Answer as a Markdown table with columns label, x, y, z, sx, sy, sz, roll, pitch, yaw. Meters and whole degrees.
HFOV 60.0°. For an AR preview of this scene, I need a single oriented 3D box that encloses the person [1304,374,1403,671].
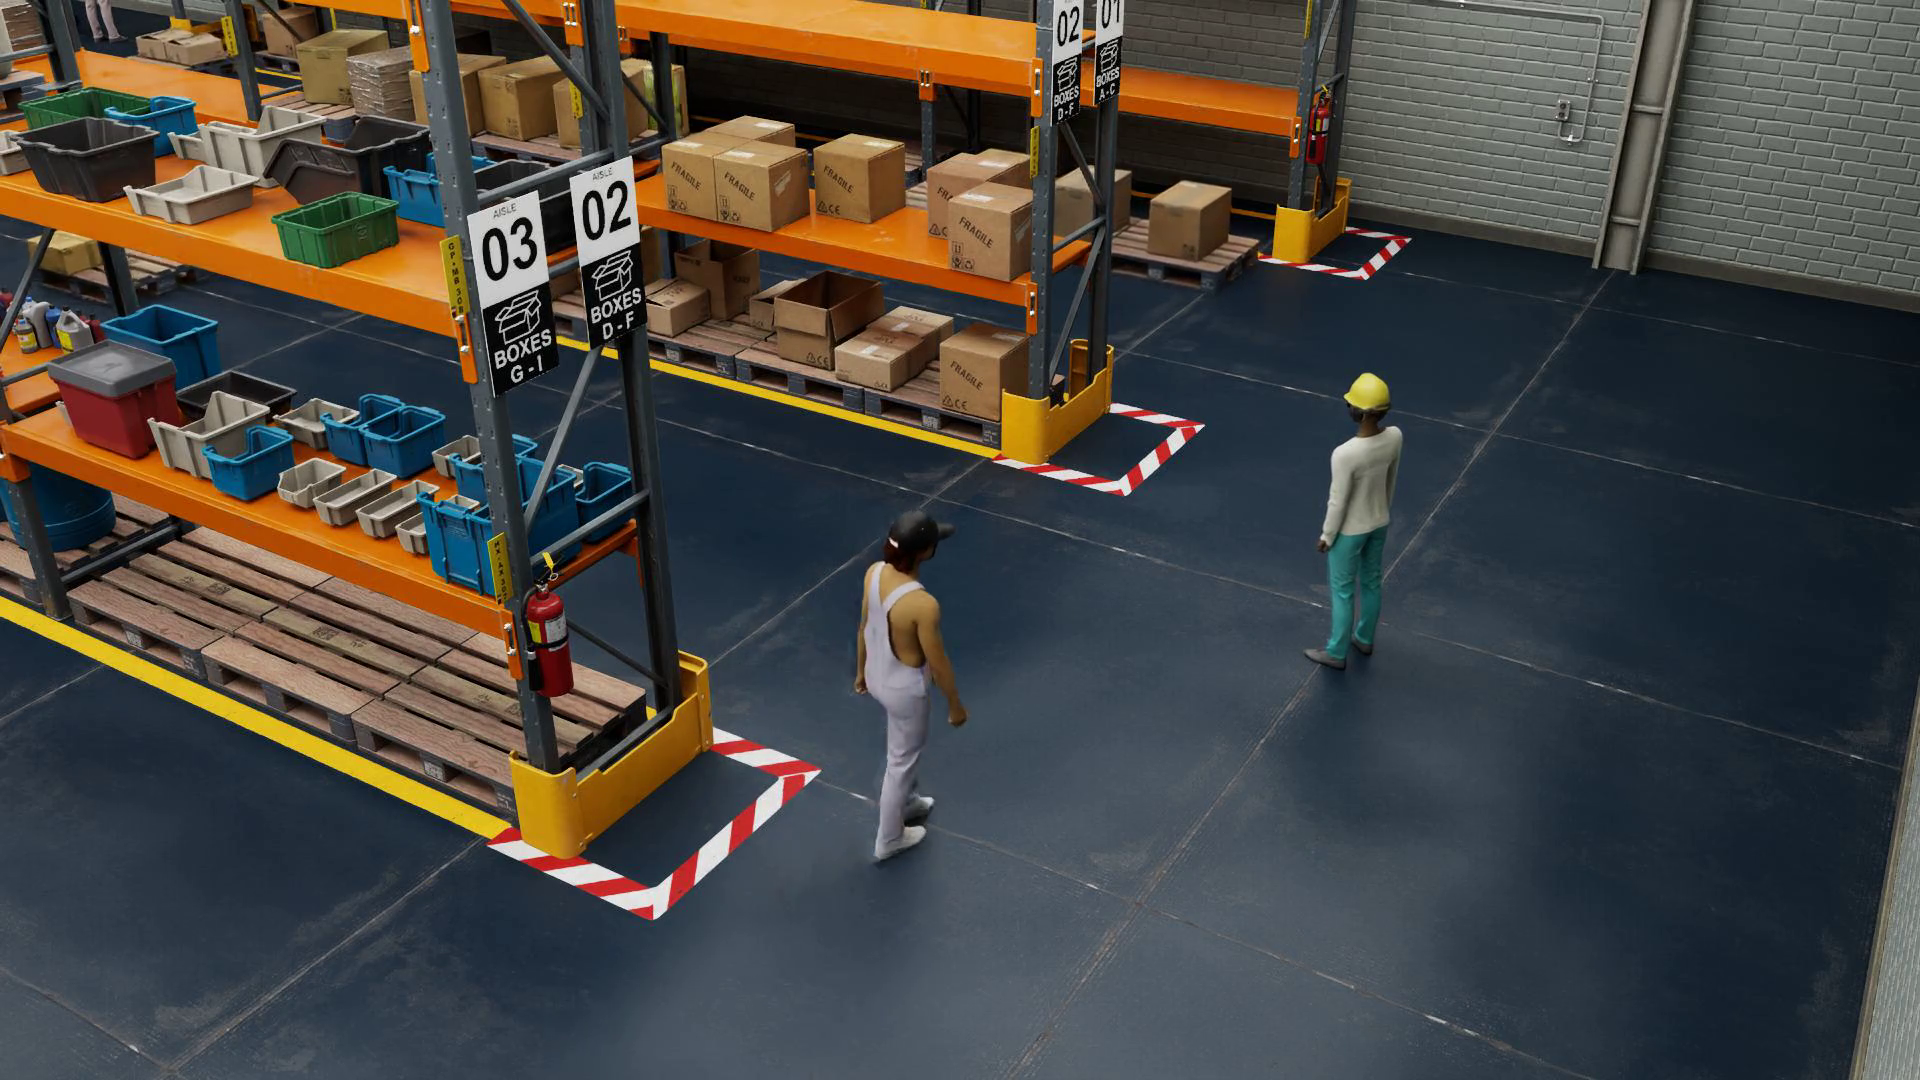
| label | x | y | z | sx | sy | sz | roll | pitch | yaw |
| --- | --- | --- | --- | --- | --- | --- | --- | --- | --- |
| person | 2.198 | -0.094 | 9.263 | 0.523 | 1.769 | 0.321 | -19 | 34 | -31 |

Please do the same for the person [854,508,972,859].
| label | x | y | z | sx | sy | sz | roll | pitch | yaw |
| --- | --- | --- | --- | --- | --- | --- | --- | --- | --- |
| person | -0.209 | 0.665 | 7.817 | 0.622 | 1.842 | 0.558 | -21 | 35 | -33 |

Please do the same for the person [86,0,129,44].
| label | x | y | z | sx | sy | sz | roll | pitch | yaw |
| --- | --- | --- | --- | --- | --- | --- | --- | --- | --- |
| person | -12.057 | -7.844 | 23.085 | 0.563 | 1.849 | 0.391 | 7 | 30 | 13 |

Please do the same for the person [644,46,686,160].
| label | x | y | z | sx | sy | sz | roll | pitch | yaw |
| --- | --- | --- | --- | --- | --- | --- | --- | --- | --- |
| person | -2.948 | -4.077 | 16.484 | 0.453 | 1.683 | 0.547 | 18 | 34 | 30 |

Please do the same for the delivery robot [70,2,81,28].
| label | x | y | z | sx | sy | sz | roll | pitch | yaw |
| --- | --- | --- | --- | --- | --- | --- | --- | --- | --- |
| delivery robot | -13.128 | -7.560 | 23.912 | 0.774 | 0.602 | 0.523 | 3 | 29 | 6 |
